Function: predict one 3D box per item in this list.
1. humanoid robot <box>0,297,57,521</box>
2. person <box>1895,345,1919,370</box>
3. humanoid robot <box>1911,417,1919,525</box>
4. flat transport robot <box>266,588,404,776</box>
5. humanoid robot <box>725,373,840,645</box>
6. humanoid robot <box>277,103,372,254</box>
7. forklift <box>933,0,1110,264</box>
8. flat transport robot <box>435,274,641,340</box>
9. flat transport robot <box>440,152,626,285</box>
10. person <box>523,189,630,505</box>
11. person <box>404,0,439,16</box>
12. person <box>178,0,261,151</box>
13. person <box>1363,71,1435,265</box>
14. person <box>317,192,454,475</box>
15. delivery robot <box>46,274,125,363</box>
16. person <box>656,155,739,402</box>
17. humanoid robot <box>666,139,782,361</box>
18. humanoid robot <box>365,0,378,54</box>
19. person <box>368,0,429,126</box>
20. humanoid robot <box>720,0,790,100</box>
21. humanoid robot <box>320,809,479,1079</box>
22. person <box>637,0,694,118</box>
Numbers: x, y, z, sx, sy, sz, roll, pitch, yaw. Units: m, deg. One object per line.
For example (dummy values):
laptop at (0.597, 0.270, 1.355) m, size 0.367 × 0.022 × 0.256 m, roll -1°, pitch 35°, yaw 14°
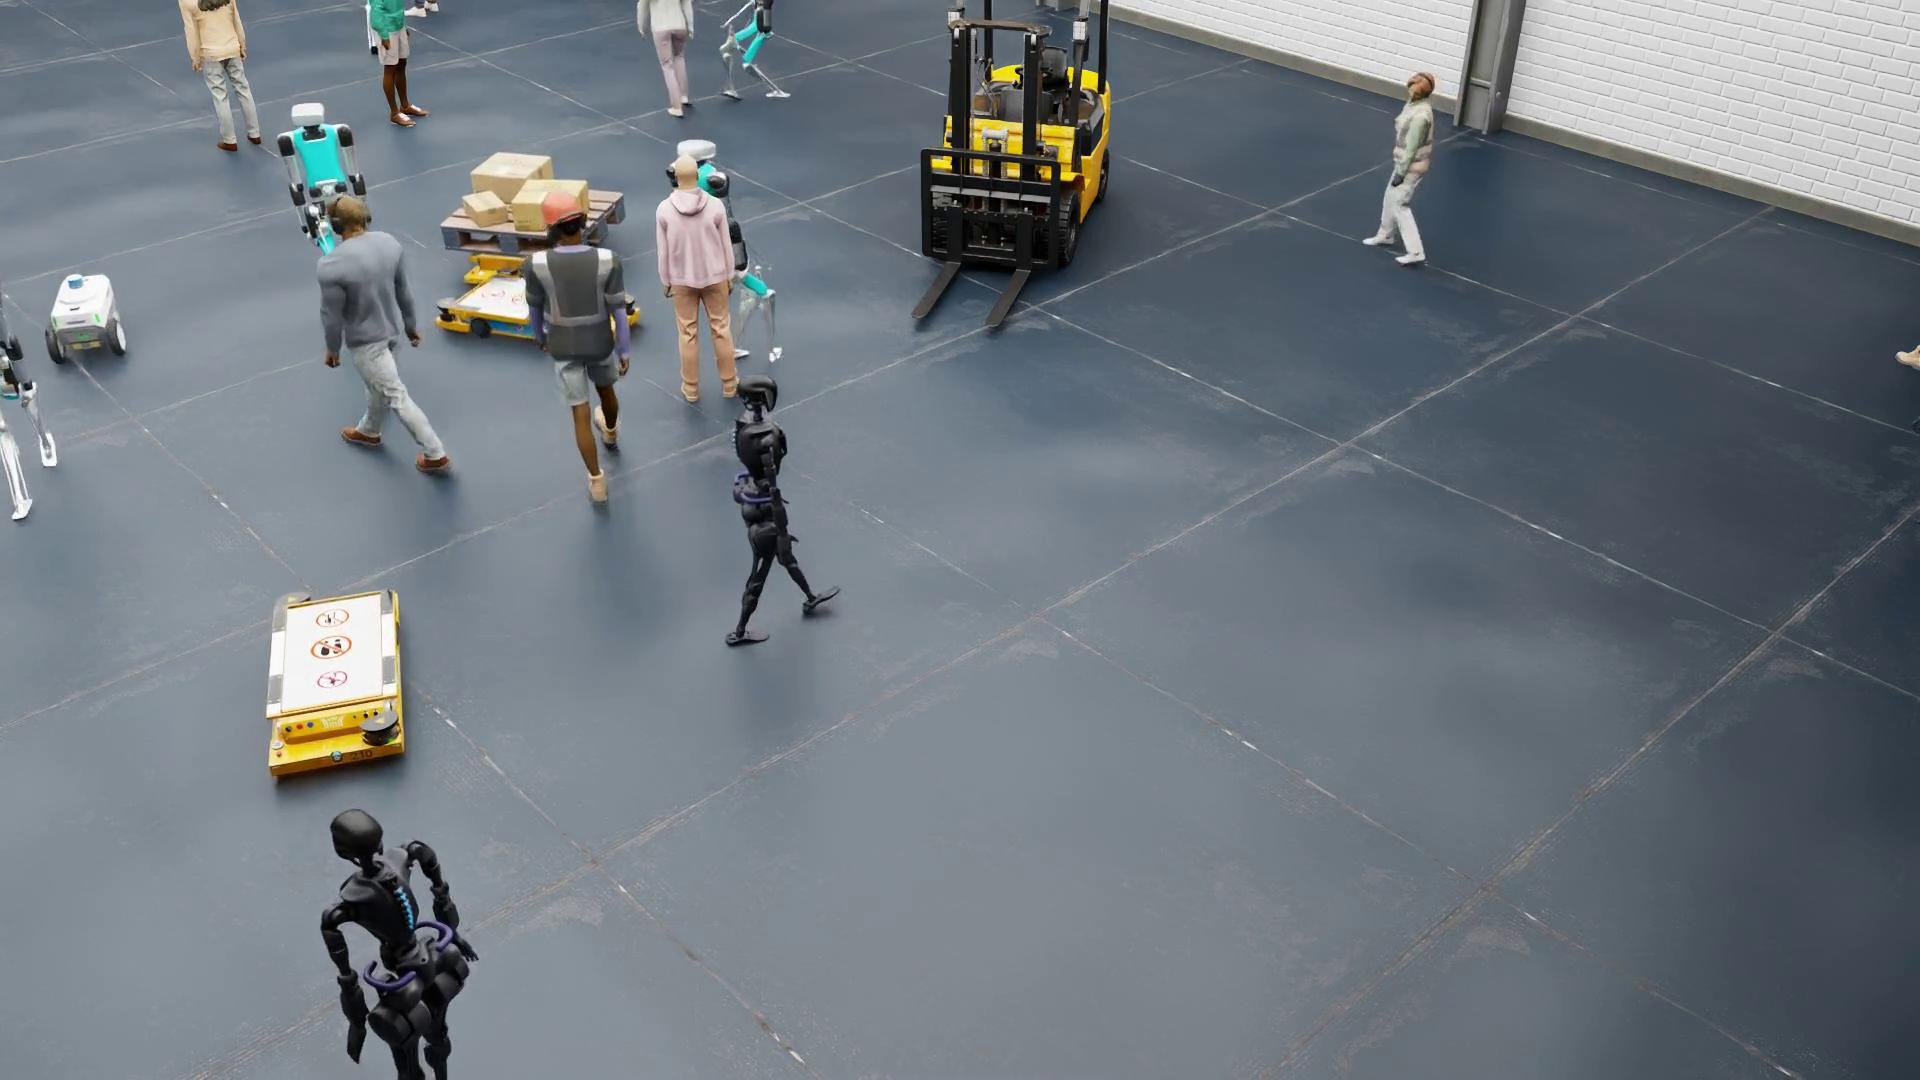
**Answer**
humanoid robot at (-6.120, -1.085, 10.542) m, size 0.531 × 1.778 × 1.028 m, roll -9°, pitch 34°, yaw -13°
person at (7.221, -2.029, 11.981) m, size 0.534 × 1.696 × 0.318 m, roll -10°, pitch 34°, yaw -14°
humanoid robot at (6.153, -0.804, 10.119) m, size 0.595 × 1.652 × 0.365 m, roll -8°, pitch 34°, yaw -13°
flat transport robot at (-3.397, 0.719, 9.068) m, size 0.659 × 0.231 × 1.431 m, roll -9°, pitch 34°, yaw -14°
humanoid robot at (-1.007, -0.179, 9.176) m, size 0.725 × 1.631 × 0.586 m, roll -11°, pitch 35°, yaw -16°
humanoid robot at (-4.671, -2.351, 12.444) m, size 0.549 × 1.732 × 1.029 m, roll -12°, pitch 35°, yaw -18°
forklift at (0.570, -3.725, 14.138) m, size 1.214 × 2.155 × 2.313 m, roll 9°, pitch 34°, yaw 13°
flat transport robot at (-3.271, -1.760, 12.878) m, size 1.431 × 0.231 × 0.659 m, roll 10°, pitch 34°, yaw 15°
flat transport robot at (-3.547, -2.486, 13.995) m, size 0.659 × 0.231 × 1.431 m, roll 7°, pitch 34°, yaw 11°
person at (-2.418, -1.288, 10.598) m, size 0.598 × 1.976 × 1.037 m, roll -11°, pitch 35°, yaw -16°
person at (-6.551, -7.207, 19.800) m, size 0.453 × 1.858 × 0.787 m, roll 9°, pitch 34°, yaw 14°
person at (-7.056, -4.649, 15.849) m, size 0.409 × 1.877 × 0.555 m, roll 27°, pitch 42°, yaw 35°
person at (3.688, -3.086, 13.690) m, size 0.483 × 1.610 × 0.569 m, roll 6°, pitch 34°, yaw 10°
person at (-3.771, -1.324, 10.727) m, size 1.010 × 1.897 × 0.629 m, roll 13°, pitch 35°, yaw 19°
delivery robot at (-6.587, -1.688, 12.519) m, size 0.499 × 0.610 × 0.804 m, roll -10°, pitch 34°, yaw -15°
person at (-1.816, -1.790, 11.537) m, size 0.522 × 1.781 × 0.403 m, roll -6°, pitch 33°, yaw -9°
humanoid robot at (-1.640, -2.096, 12.072) m, size 0.583 × 1.805 × 0.827 m, roll 20°, pitch 38°, yaw 28°
humanoid robot at (-6.604, -6.356, 18.659) m, size 0.555 × 1.854 × 0.865 m, roll -3°, pitch 33°, yaw -5°
person at (-5.669, -5.078, 16.530) m, size 0.395 × 1.849 × 0.491 m, roll 6°, pitch 34°, yaw 9°
humanoid robot at (-2.249, -5.335, 17.064) m, size 0.918 × 1.764 × 0.553 m, roll -6°, pitch 34°, yaw -9°
humanoid robot at (-2.017, 1.686, 6.301) m, size 0.633 × 1.634 × 0.609 m, roll 17°, pitch 37°, yaw 24°
person at (-2.979, -5.170, 16.776) m, size 0.524 × 1.732 × 0.643 m, roll -18°, pitch 37°, yaw -25°
